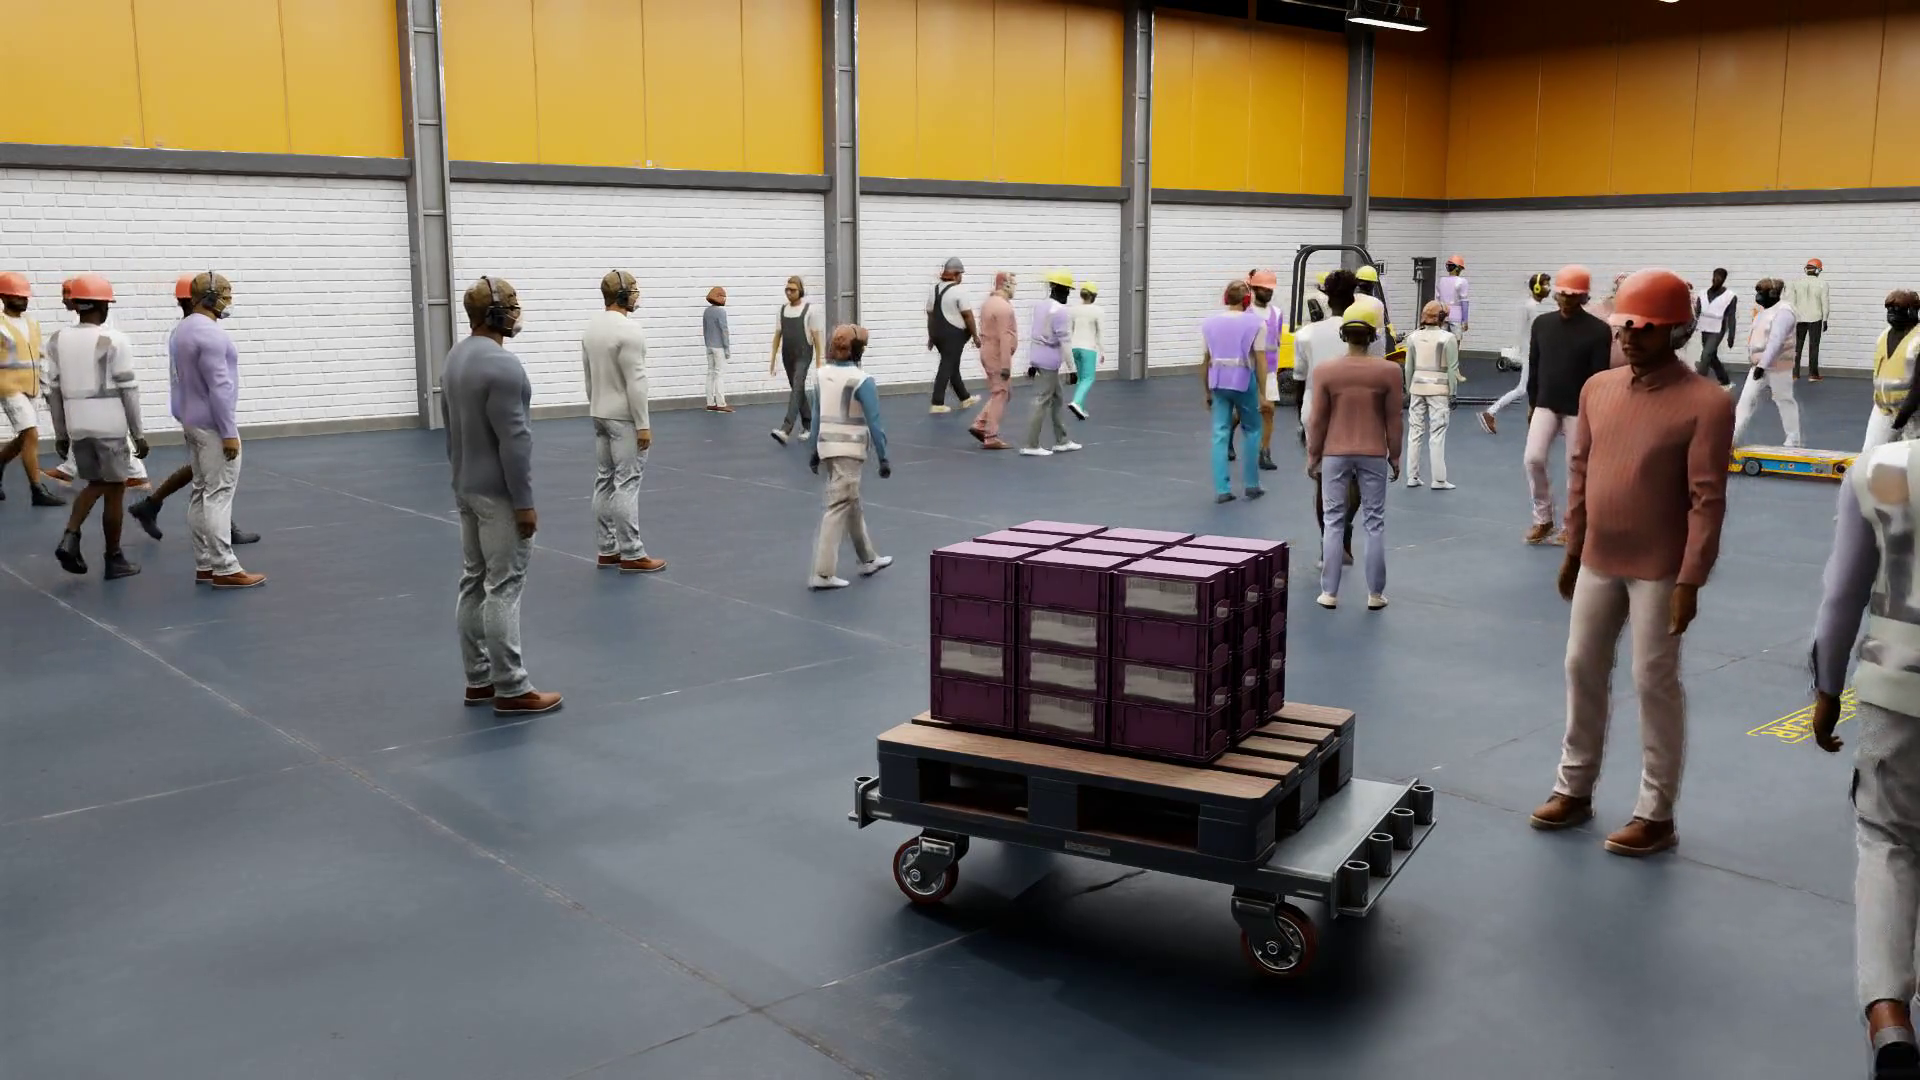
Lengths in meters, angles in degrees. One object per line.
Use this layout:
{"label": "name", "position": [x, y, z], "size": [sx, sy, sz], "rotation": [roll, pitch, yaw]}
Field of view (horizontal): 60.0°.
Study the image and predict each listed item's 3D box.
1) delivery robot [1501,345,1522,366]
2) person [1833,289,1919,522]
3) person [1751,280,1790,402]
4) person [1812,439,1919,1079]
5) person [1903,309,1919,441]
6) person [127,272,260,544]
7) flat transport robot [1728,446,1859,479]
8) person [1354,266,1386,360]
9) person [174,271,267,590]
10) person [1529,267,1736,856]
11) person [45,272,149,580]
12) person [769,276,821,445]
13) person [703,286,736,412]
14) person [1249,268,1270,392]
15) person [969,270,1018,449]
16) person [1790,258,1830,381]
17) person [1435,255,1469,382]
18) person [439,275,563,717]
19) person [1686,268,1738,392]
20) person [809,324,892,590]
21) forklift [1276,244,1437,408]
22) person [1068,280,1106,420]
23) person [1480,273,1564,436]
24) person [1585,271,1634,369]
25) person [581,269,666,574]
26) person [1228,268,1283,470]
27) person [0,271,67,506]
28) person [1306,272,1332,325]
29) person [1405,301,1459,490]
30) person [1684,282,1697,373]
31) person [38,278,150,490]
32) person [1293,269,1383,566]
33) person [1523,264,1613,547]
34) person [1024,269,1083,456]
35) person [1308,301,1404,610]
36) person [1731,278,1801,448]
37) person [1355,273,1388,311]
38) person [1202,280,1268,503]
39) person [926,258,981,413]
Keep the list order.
{"label": "delivery robot", "position": [9.774, -3.223, 28.882], "size": [0.477, 0.478, 0.707], "rotation": [-9, 13, -41]}
{"label": "person", "position": [7.186, -0.998, 12.554], "size": [1.005, 1.790, 0.608], "rotation": [-3, 10, -17]}
{"label": "person", "position": [11.260, -2.759, 23.093], "size": [0.321, 1.697, 0.530], "rotation": [-8, 13, -40]}
{"label": "person", "position": [2.429, 0.384, 4.084], "size": [0.617, 1.920, 0.891], "rotation": [5, 11, 29]}
{"label": "person", "position": [9.548, -1.692, 16.368], "size": [0.326, 1.865, 0.519], "rotation": [-8, 13, -40]}
{"label": "person", "position": [-5.389, -0.896, 11.566], "size": [0.763, 1.918, 0.544], "rotation": [-4, 10, -20]}
{"label": "flat transport robot", "position": [7.737, -0.709, 15.266], "size": [0.652, 0.197, 1.431], "rotation": [-8, 13, -41]}
{"label": "person", "position": [4.494, -2.095, 18.566], "size": [0.458, 1.909, 0.622], "rotation": [-7, 12, -37]}
{"label": "person", "position": [-4.549, -0.664, 10.142], "size": [0.370, 1.934, 0.627], "rotation": [-8, 13, -40]}
{"label": "person", "position": [2.303, 0.074, 5.669], "size": [0.405, 1.984, 0.638], "rotation": [-5, 11, -27]}
{"label": "person", "position": [-5.369, -0.693, 10.347], "size": [0.556, 1.922, 0.487], "rotation": [2, 10, 12]}
{"label": "person", "position": [-1.813, -1.927, 17.928], "size": [0.535, 1.793, 0.942], "rotation": [5, 11, 27]}
{"label": "person", "position": [-3.151, -2.475, 21.622], "size": [0.279, 1.633, 0.498], "rotation": [-8, 13, -40]}
{"label": "person", "position": [4.467, -3.085, 24.584], "size": [0.545, 1.843, 0.619], "rotation": [-3, 10, -18]}
{"label": "person", "position": [0.396, -1.883, 17.479], "size": [0.448, 1.879, 0.656], "rotation": [-3, 10, -15]}
{"label": "person", "position": [13.803, -3.572, 27.016], "size": [0.393, 1.986, 0.609], "rotation": [-8, 13, -40]}
{"label": "person", "position": [7.929, -3.557, 26.788], "size": [0.392, 2.034, 0.605], "rotation": [-8, 13, -40]}
{"label": "person", "position": [-2.056, -0.188, 7.353], "size": [0.358, 1.938, 0.634], "rotation": [-8, 13, -40]}
{"label": "person", "position": [10.838, -2.971, 23.852], "size": [0.998, 1.867, 0.618], "rotation": [-4, 11, -24]}
{"label": "person", "position": [-0.621, -0.516, 10.204], "size": [0.798, 1.599, 0.547], "rotation": [-9, 13, -42]}
{"label": "forklift", "position": [5.256, -2.933, 22.661], "size": [2.313, 2.155, 1.214], "rotation": [3, 10, 16]}
{"label": "person", "position": [1.505, -2.349, 20.617], "size": [0.538, 1.732, 0.707], "rotation": [6, 11, 31]}
{"label": "person", "position": [6.390, -2.087, 18.770], "size": [0.861, 1.843, 0.533], "rotation": [4, 11, 25]}
{"label": "person", "position": [5.867, -1.454, 14.901], "size": [0.659, 1.883, 0.428], "rotation": [0, 10, 2]}
{"label": "person", "position": [-2.171, -0.753, 10.647], "size": [0.370, 1.941, 0.627], "rotation": [-8, 13, -40]}
{"label": "person", "position": [2.818, -1.650, 15.996], "size": [0.566, 1.911, 0.829], "rotation": [-3, 10, -20]}
{"label": "person", "position": [-7.713, -1.219, 13.491], "size": [0.844, 1.910, 0.543], "rotation": [1, 10, 8]}
{"label": "person", "position": [5.304, -2.968, 24.075], "size": [0.737, 1.782, 0.614], "rotation": [0, 10, -2]}
{"label": "person", "position": [4.092, -1.253, 14.449], "size": [0.311, 1.640, 0.513], "rotation": [-8, 13, -40]}
{"label": "person", "position": [12.149, -3.544, 27.998], "size": [0.540, 1.586, 0.876], "rotation": [-2, 10, -12]}
{"label": "person", "position": [-7.485, -1.317, 14.246], "size": [0.965, 1.828, 0.574], "rotation": [-2, 10, -12]}
{"label": "person", "position": [2.433, -0.779, 10.781], "size": [0.610, 1.945, 0.489], "rotation": [6, 11, 30]}
{"label": "person", "position": [4.170, -0.914, 11.501], "size": [0.618, 1.961, 0.643], "rotation": [-9, 13, -43]}
{"label": "person", "position": [1.010, -1.788, 16.832], "size": [0.823, 1.886, 0.623], "rotation": [-4, 10, -20]}
{"label": "person", "position": [2.263, -0.478, 9.547], "size": [0.533, 1.765, 0.329], "rotation": [2, 10, 10]}
{"label": "person", "position": [8.122, -1.741, 16.856], "size": [0.957, 1.793, 0.638], "rotation": [0, 10, -2]}
{"label": "person", "position": [7.258, -3.909, 29.241], "size": [0.406, 1.903, 0.636], "rotation": [-8, 13, -40]}
{"label": "person", "position": [2.319, -1.229, 13.790], "size": [0.605, 1.812, 0.756], "rotation": [5, 11, 29]}
{"label": "person", "position": [-0.050, -2.686, 21.666], "size": [0.989, 2.000, 0.701], "rotation": [-7, 12, -34]}
